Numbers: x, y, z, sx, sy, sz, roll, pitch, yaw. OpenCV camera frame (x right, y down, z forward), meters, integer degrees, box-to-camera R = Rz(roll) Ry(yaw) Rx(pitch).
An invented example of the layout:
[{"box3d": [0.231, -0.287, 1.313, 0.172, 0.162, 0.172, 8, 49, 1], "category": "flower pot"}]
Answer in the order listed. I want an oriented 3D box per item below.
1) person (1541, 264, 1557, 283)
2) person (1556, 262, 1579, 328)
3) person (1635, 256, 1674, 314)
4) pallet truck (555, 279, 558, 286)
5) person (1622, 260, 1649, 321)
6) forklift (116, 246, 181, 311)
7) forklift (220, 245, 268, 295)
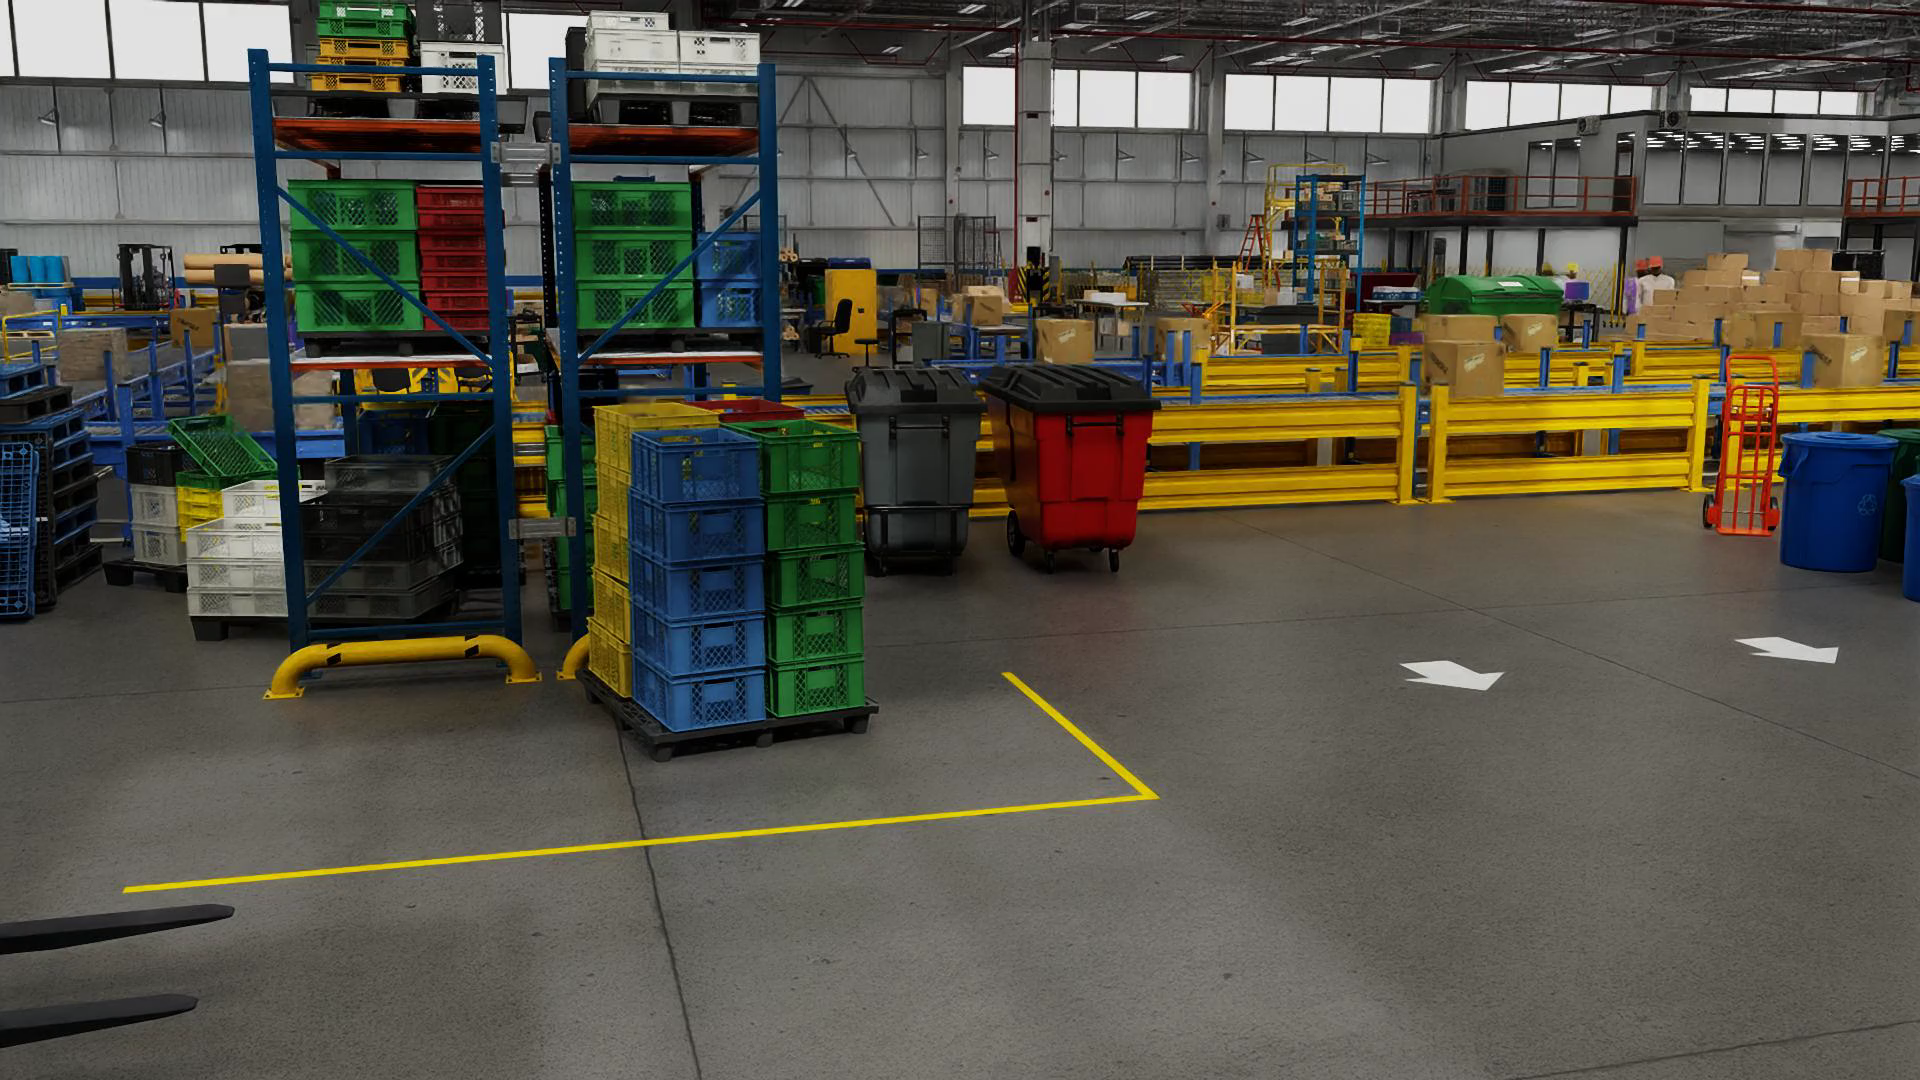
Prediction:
[{"box3d": [13.879, -5.664, 39.368, 0.489, 1.693, 0.913, -3, 10, -16], "category": "person"}, {"box3d": [12.478, -4.763, 34.011, 0.613, 1.794, 0.874, -5, 11, -28], "category": "person"}, {"box3d": [11.887, -3.871, 28.465, 0.619, 1.953, 0.880, 3, 11, 19], "category": "person"}, {"box3d": [-10.604, -6.375, 44.520, 0.653, 1.274, 1.630, -3, 10, -15], "category": "pallet truck"}, {"box3d": [12.544, -4.225, 30.716, 0.551, 1.893, 0.983, 6, 12, 29], "category": "person"}, {"box3d": [-19.966, -6.232, 40.894, 1.157, 1.987, 2.680, -3, 10, -15], "category": "forklift"}, {"box3d": [-17.749, -6.334, 41.440, 1.157, 1.987, 2.680, -3, 10, -17], "category": "forklift"}]
